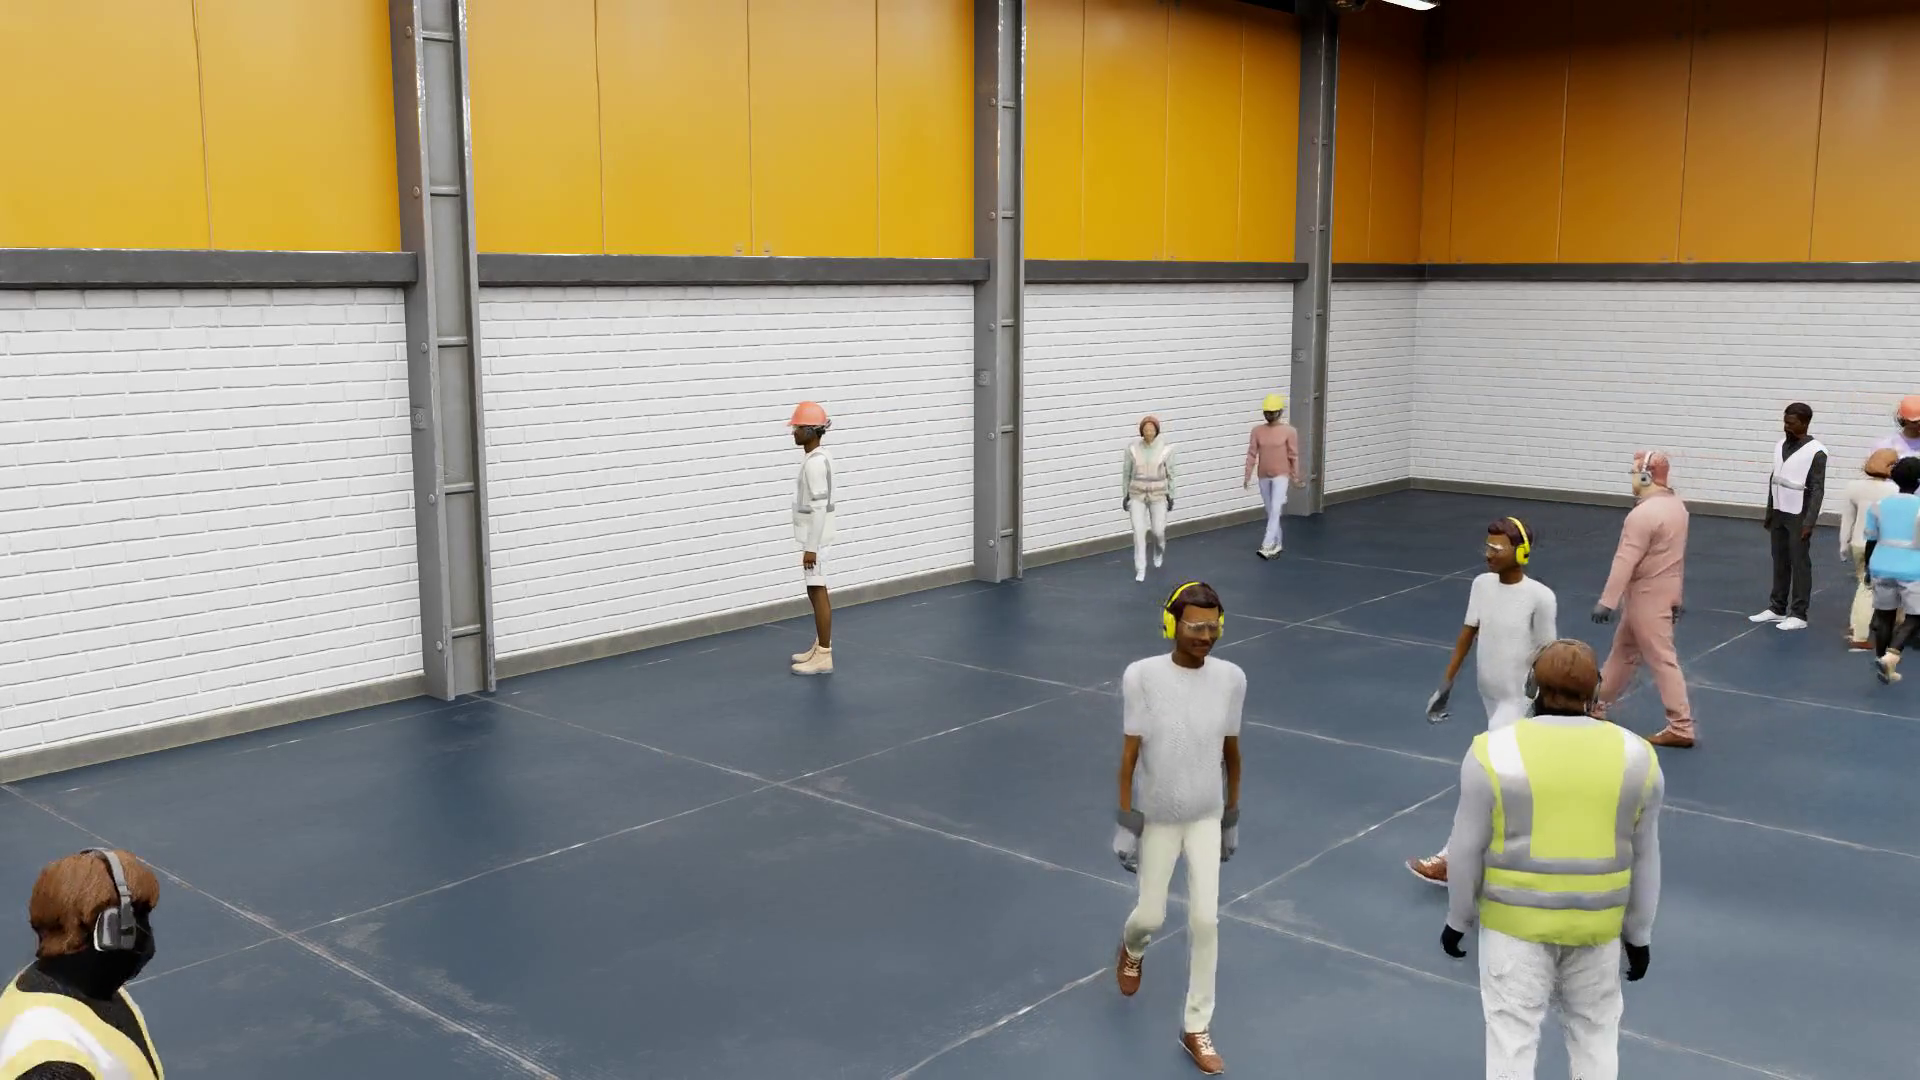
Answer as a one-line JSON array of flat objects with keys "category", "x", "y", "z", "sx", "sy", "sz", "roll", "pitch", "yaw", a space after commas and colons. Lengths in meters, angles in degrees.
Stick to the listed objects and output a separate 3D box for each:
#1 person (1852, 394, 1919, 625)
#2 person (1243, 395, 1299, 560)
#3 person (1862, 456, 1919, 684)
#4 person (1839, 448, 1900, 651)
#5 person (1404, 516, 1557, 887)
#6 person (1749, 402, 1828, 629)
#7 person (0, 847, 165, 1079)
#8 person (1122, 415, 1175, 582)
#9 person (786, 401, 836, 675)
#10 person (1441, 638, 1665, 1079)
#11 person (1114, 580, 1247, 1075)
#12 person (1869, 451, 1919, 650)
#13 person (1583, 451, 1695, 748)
[{"category": "person", "x": 7.947, "y": -0.266, "z": 14.149, "sx": 0.658, "sy": 2.002, "sz": 0.803, "roll": -3, "pitch": 9, "yaw": -17}, {"category": "person", "x": 3.244, "y": -0.650, "z": 17.449, "sx": 0.545, "sy": 1.720, "sz": 0.902, "roll": 6, "pitch": 11, "yaw": 35}, {"category": "person", "x": 6.709, "y": 0.245, "z": 11.948, "sx": 0.548, "sy": 1.683, "sz": 0.554, "roll": -6, "pitch": 11, "yaw": -35}, {"category": "person", "x": 7.270, "y": 0.080, "z": 13.183, "sx": 0.499, "sy": 1.618, "sz": 0.500, "roll": -4, "pitch": 10, "yaw": -24}, {"category": "person", "x": 2.594, "y": 0.787, "z": 8.119, "sx": 0.985, "sy": 1.818, "sz": 0.505, "roll": -3, "pitch": 10, "yaw": -20}, {"category": "person", "x": 7.041, "y": -0.208, "z": 14.050, "sx": 0.391, "sy": 1.919, "sz": 0.593, "roll": -2, "pitch": 9, "yaw": -11}, {"category": "person", "x": -1.823, "y": 1.539, "z": 3.440, "sx": 0.458, "sy": 1.804, "sz": 0.654, "roll": -4, "pitch": 10, "yaw": -23}, {"category": "person", "x": 1.850, "y": -0.422, "z": 16.329, "sx": 0.523, "sy": 1.624, "sz": 0.543, "roll": 2, "pitch": 9, "yaw": 10}, {"category": "person", "x": -1.111, "y": -0.020, "z": 12.456, "sx": 0.356, "sy": 2.047, "sz": 0.615, "roll": -1, "pitch": 9, "yaw": -3}, {"category": "person", "x": 1.904, "y": 1.227, "z": 5.384, "sx": 0.666, "sy": 1.828, "sz": 0.495, "roll": 0, "pitch": 9, "yaw": 2}, {"category": "person", "x": 0.825, "y": 1.046, "z": 6.416, "sx": 0.527, "sy": 1.845, "sz": 0.721, "roll": -1, "pitch": 9, "yaw": -8}, {"category": "person", "x": 7.710, "y": -0.094, "z": 13.442, "sx": 0.582, "sy": 1.895, "sz": 0.885, "roll": 1, "pitch": 9, "yaw": 4}, {"category": "person", "x": 4.300, "y": 0.364, "z": 10.636, "sx": 0.973, "sy": 1.856, "sz": 0.659, "roll": 7, "pitch": 11, "yaw": 37}]
